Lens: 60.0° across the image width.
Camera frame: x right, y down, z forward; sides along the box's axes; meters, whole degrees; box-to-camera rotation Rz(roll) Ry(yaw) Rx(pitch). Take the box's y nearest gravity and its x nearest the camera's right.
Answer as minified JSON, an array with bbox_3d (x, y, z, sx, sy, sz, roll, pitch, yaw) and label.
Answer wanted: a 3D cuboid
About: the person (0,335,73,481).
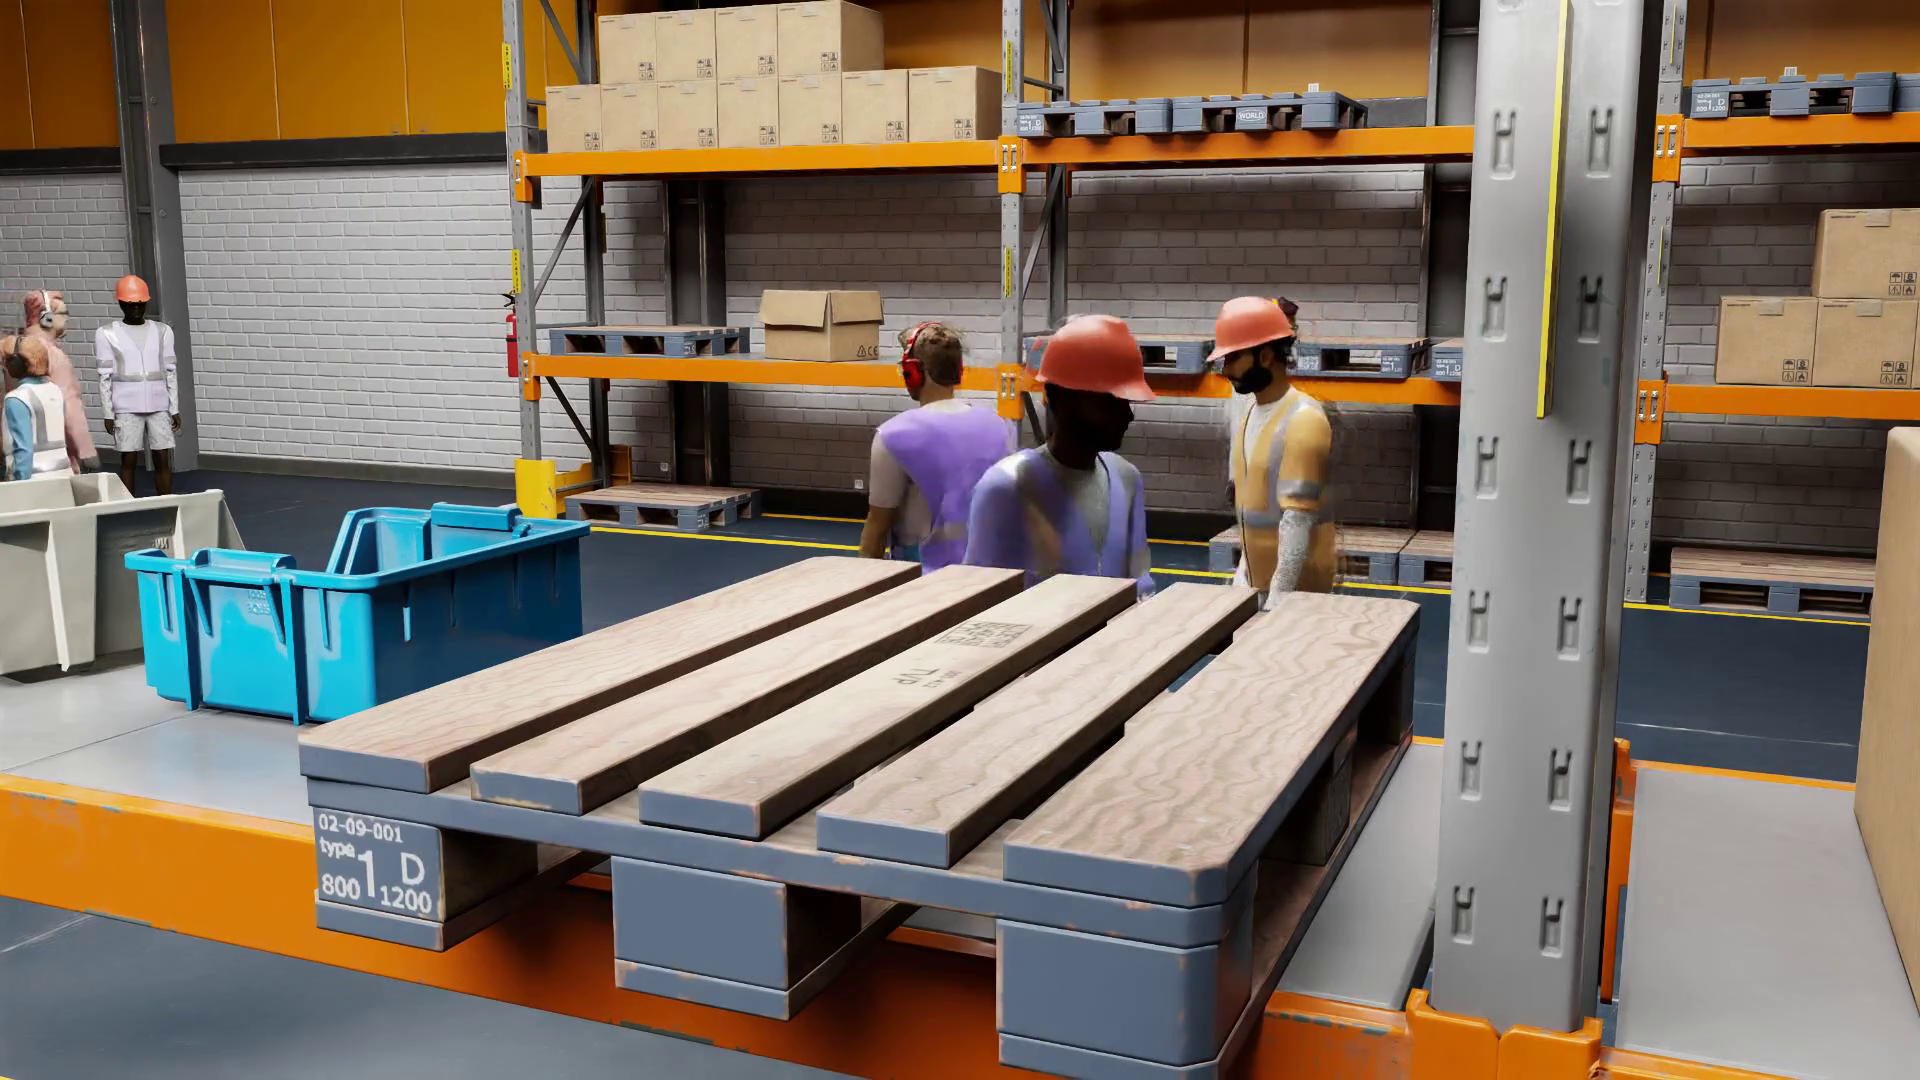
[{"bbox_3d":[-4.929,-0.276,8.926,0.311,1.638,0.521,-1,10,-4],"label":"person"}]

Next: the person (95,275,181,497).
[{"bbox_3d":[-6.049,-0.982,12.293,0.543,1.932,0.383,-8,12,-40],"label":"person"}]

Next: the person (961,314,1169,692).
[{"bbox_3d":[0.314,0.408,4.069,0.938,1.888,0.563,8,12,39],"label":"person"}]

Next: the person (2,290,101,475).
[{"bbox_3d":[-5.429,-0.575,10.068,1.006,1.849,0.674,-9,13,-42],"label":"person"}]

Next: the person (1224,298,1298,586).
[{"bbox_3d":[1.632,-0.304,8.486,0.693,1.841,0.554,-1,10,-6],"label":"person"}]

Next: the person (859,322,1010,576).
[{"bbox_3d":[-0.135,0.179,5.667,0.639,1.825,0.567,9,13,42],"label":"person"}]

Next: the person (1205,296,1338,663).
[{"bbox_3d":[1.064,0.136,5.647,0.540,1.903,0.581,-3,10,-16],"label":"person"}]
